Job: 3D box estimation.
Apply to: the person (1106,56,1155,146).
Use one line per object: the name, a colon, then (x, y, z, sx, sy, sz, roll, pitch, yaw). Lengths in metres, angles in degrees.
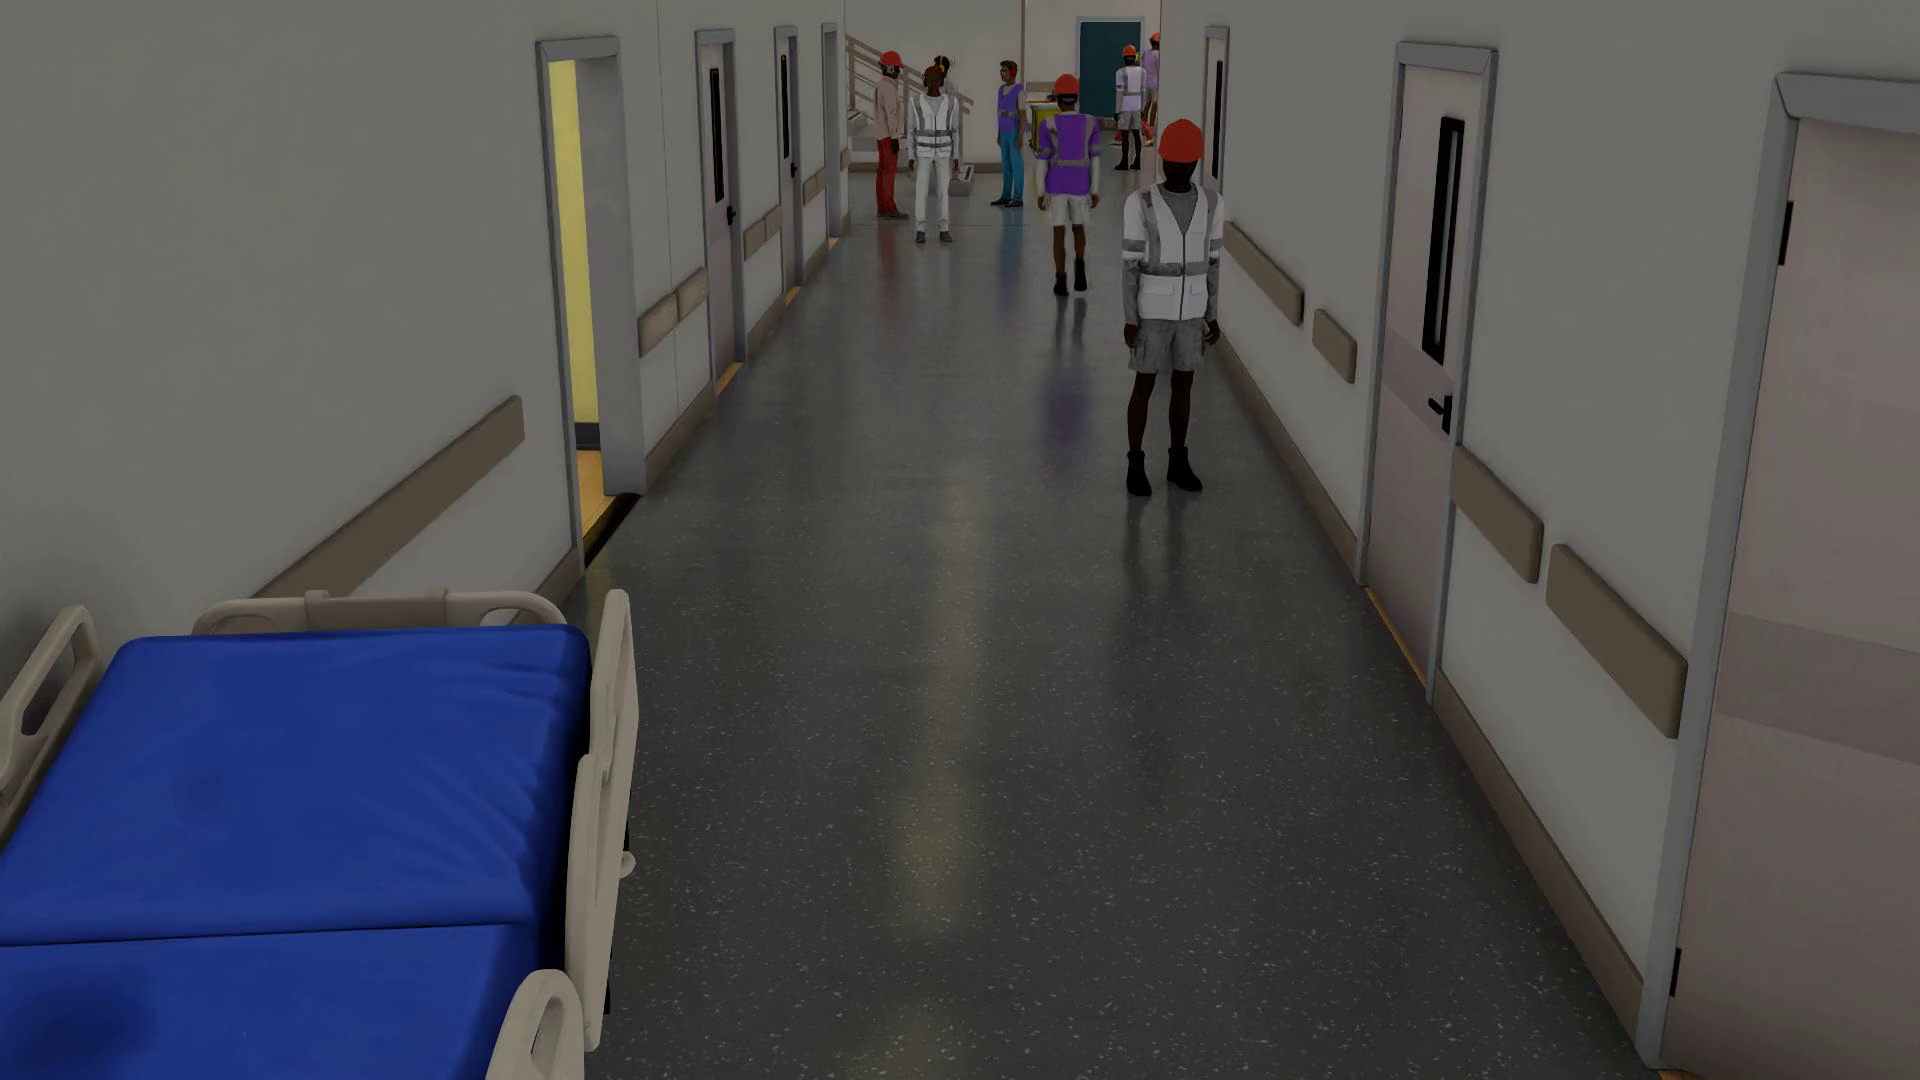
person: (3.236, -8.236, 31.108, 0.921, 1.716, 0.521, 4, 18, 11)

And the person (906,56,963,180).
person: (-0.341, -5.965, 23.798, 0.926, 1.830, 0.517, 2, 18, 5)

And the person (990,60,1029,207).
person: (0.672, -5.235, 21.472, 0.396, 1.843, 0.565, -9, 20, -27)

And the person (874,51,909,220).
person: (-0.850, -4.889, 20.138, 0.384, 1.993, 0.609, -5, 18, -17)

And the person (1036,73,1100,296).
person: (0.942, -3.110, 14.650, 0.564, 1.927, 0.424, -3, 18, -9)

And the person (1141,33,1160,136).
person: (3.941, -9.239, 33.756, 0.410, 2.032, 0.609, -12, 21, -33)

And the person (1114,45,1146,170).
person: (2.681, -6.863, 26.434, 0.549, 1.933, 0.373, -9, 20, -25)

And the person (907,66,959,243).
person: (-0.289, -4.193, 18.128, 0.574, 1.883, 0.355, -3, 18, -10)

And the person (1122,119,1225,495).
person: (1.105, -1.187, 8.605, 0.548, 1.931, 0.381, -5, 18, -14)
